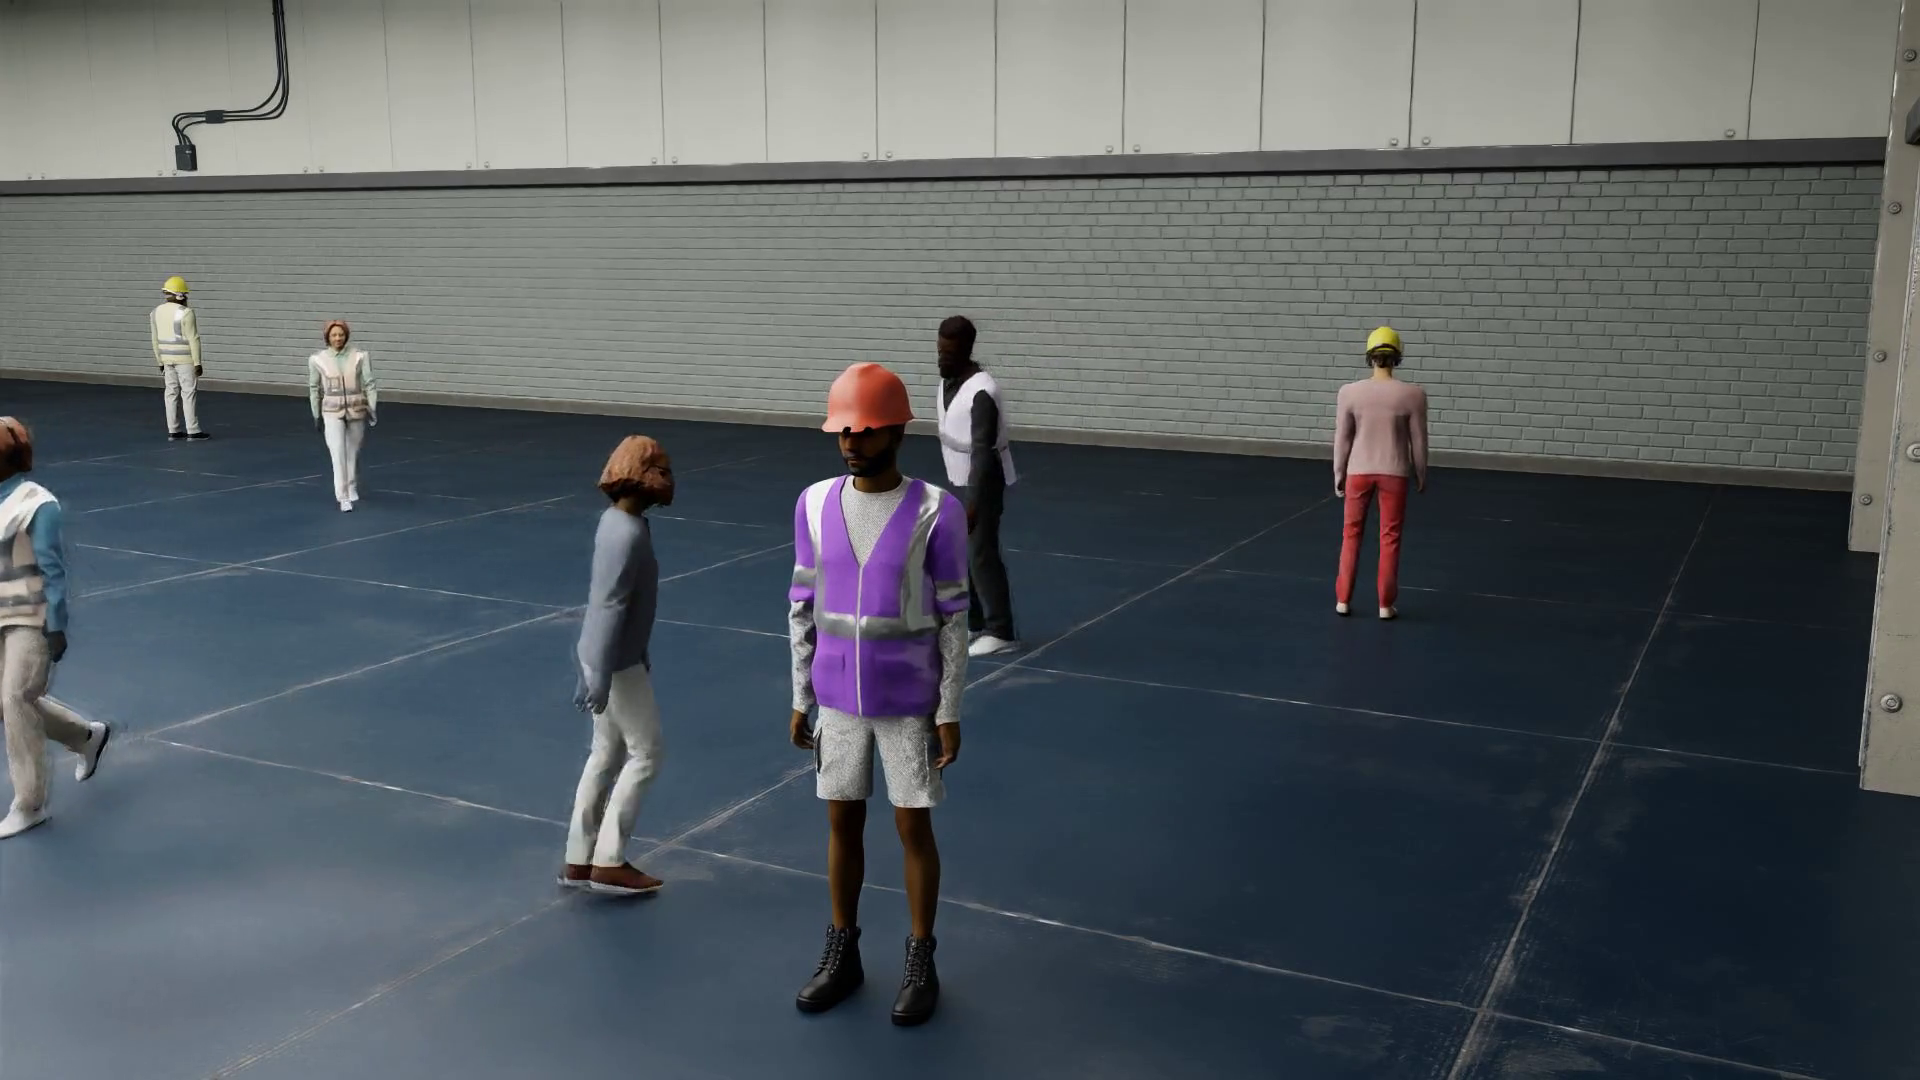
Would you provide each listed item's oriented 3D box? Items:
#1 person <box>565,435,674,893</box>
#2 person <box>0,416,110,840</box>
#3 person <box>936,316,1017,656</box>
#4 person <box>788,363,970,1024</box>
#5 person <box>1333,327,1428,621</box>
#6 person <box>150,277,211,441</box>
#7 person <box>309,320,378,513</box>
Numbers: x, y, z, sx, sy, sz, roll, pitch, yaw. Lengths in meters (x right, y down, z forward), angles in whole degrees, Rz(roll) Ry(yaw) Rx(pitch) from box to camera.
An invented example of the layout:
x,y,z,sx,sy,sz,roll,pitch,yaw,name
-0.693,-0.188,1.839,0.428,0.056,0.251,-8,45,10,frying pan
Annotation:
x,y,z,sx,sy,sz,roll,pitch,yaw,name
-1.206,0.436,5.832,0.468,1.604,0.515,-4,11,-19,person
-3.637,0.308,6.509,0.524,1.616,0.594,5,11,24,person
0.088,-0.268,8.962,0.550,1.868,0.618,-5,11,-25,person
-0.251,0.452,4.857,0.552,1.937,0.356,3,11,18,person
2.501,-0.387,9.932,0.541,1.764,0.345,4,11,21,person
-8.721,-2.017,18.615,0.602,1.828,0.404,4,11,19,person
-5.227,-1.073,14.109,0.514,1.597,0.872,-6,12,-28,person
